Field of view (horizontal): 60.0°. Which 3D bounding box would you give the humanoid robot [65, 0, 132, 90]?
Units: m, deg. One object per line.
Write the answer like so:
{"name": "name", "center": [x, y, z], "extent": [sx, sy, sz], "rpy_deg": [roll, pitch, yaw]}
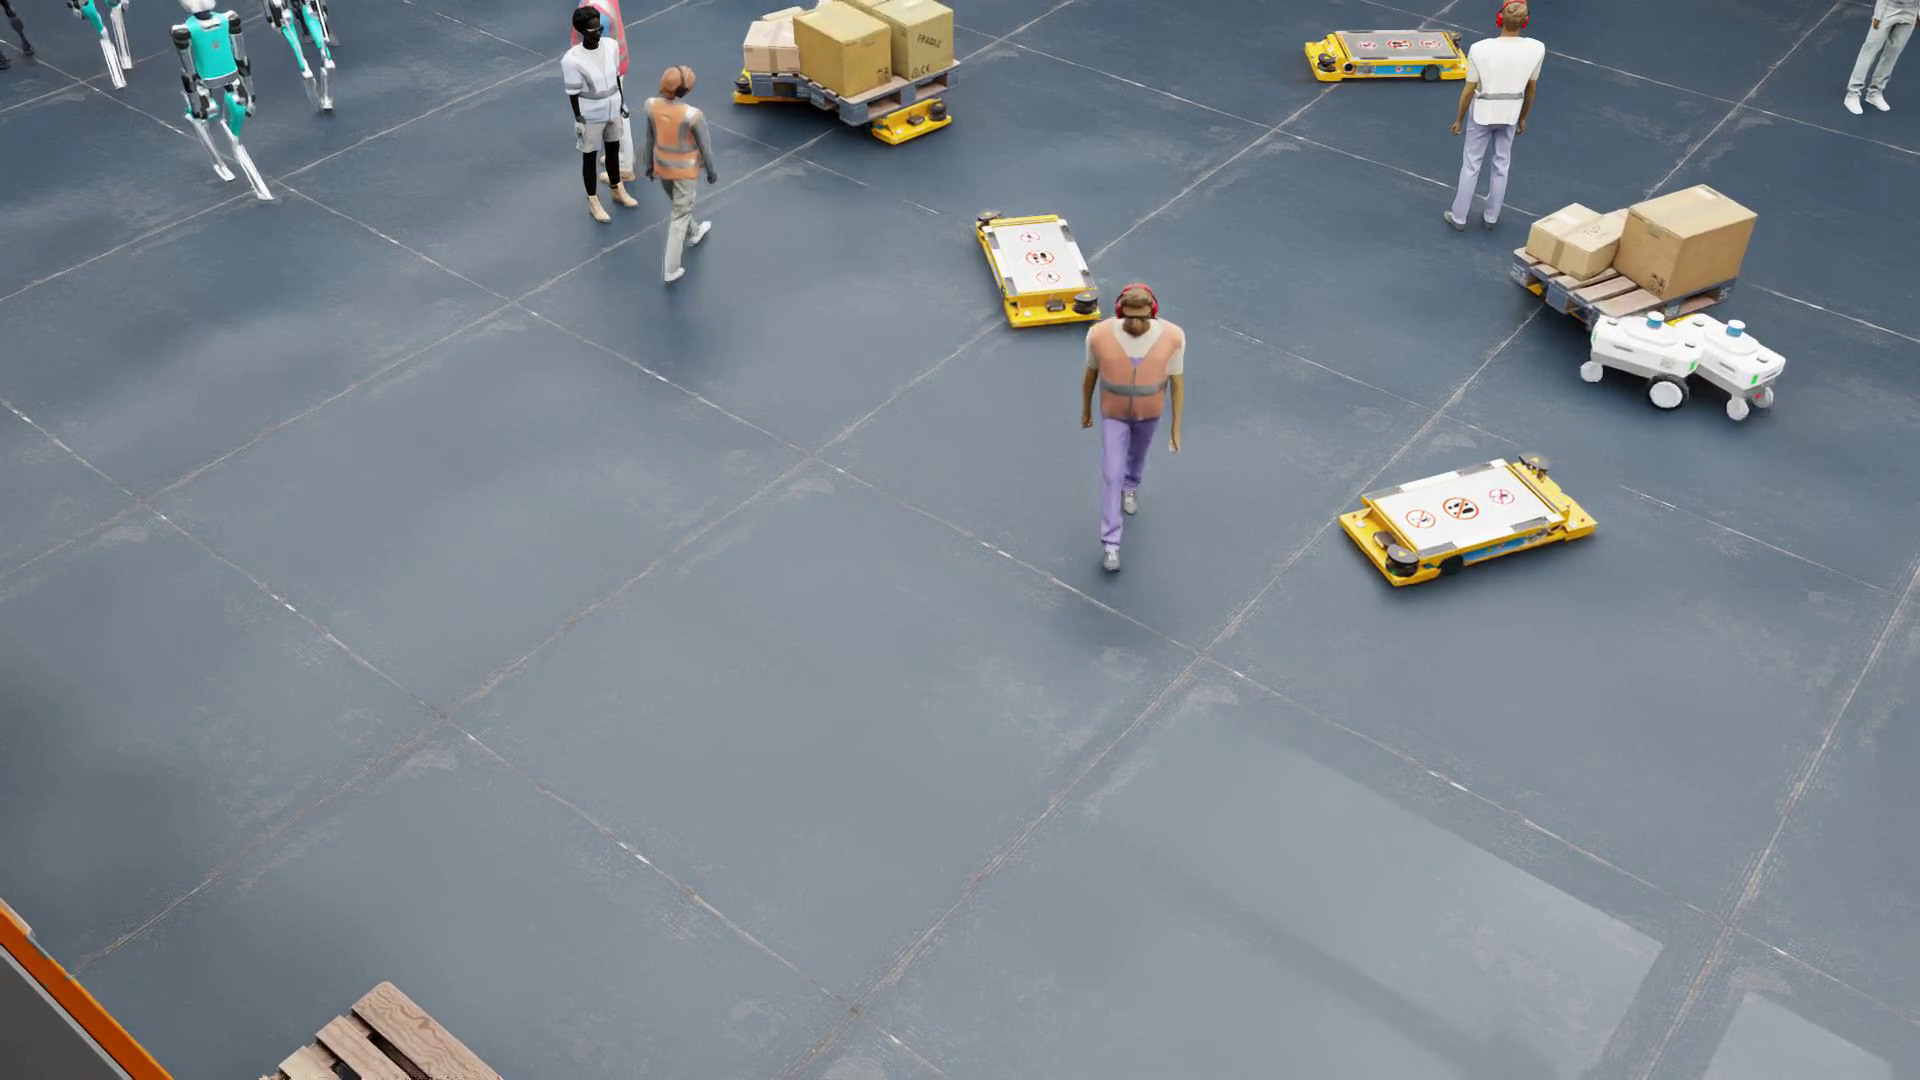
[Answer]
{"name": "humanoid robot", "center": [-7.615, -4.845, 14.641], "extent": [0.538, 1.737, 1.005], "rpy_deg": [-17, 43, -18]}

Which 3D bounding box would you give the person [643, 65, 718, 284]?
{"name": "person", "center": [-2.063, -2.736, 12.276], "extent": [0.536, 1.584, 0.856], "rpy_deg": [19, 44, 21]}

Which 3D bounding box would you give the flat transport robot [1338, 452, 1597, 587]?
{"name": "flat transport robot", "center": [3.126, -0.134, 10.236], "extent": [1.431, 0.231, 0.659], "rpy_deg": [-14, 42, -16]}

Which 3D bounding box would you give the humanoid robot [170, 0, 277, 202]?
{"name": "humanoid robot", "center": [-5.891, -3.511, 13.113], "extent": [1.043, 1.760, 0.549], "rpy_deg": [32, 50, 32]}

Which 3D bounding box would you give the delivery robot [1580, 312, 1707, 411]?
{"name": "delivery robot", "center": [4.698, -1.263, 11.358], "extent": [0.815, 0.614, 0.499], "rpy_deg": [22, 45, 24]}

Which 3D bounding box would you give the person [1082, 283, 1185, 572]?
{"name": "person", "center": [1.003, -0.728, 9.761], "extent": [0.569, 1.796, 0.944], "rpy_deg": [-1, 40, -1]}

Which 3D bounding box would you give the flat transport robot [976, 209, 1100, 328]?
{"name": "flat transport robot", "center": [0.572, -2.072, 12.515], "extent": [0.659, 0.231, 1.431], "rpy_deg": [-7, 41, -8]}

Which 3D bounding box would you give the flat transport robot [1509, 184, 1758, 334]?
{"name": "flat transport robot", "center": [4.774, -1.728, 12.111], "extent": [0.659, 0.231, 1.431], "rpy_deg": [-18, 44, -20]}

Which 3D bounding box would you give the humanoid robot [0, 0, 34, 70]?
{"name": "humanoid robot", "center": [-8.867, -5.101, 14.994], "extent": [0.588, 1.652, 0.428], "rpy_deg": [-16, 43, -18]}

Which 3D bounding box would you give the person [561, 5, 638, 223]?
{"name": "person", "center": [-2.788, -3.308, 12.864], "extent": [0.322, 1.698, 0.534], "rpy_deg": [29, 48, 30]}

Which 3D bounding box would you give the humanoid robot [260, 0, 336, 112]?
{"name": "humanoid robot", "center": [-5.617, -4.397, 14.169], "extent": [0.540, 1.856, 0.748], "rpy_deg": [-19, 44, -21]}

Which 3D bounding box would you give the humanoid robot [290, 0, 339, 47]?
{"name": "humanoid robot", "center": [-6.120, -5.352, 15.289], "extent": [0.603, 1.644, 0.518], "rpy_deg": [-17, 43, -19]}

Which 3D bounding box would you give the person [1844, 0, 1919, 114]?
{"name": "person", "center": [8.065, -4.512, 14.257], "extent": [0.482, 1.731, 0.315], "rpy_deg": [-5, 41, -6]}

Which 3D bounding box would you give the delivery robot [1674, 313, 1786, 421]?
{"name": "delivery robot", "center": [5.184, -1.217, 11.282], "extent": [0.499, 0.586, 0.765], "rpy_deg": [-23, 45, -24]}

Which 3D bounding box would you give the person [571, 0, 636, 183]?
{"name": "person", "center": [-2.861, -3.768, 13.307], "extent": [0.431, 1.837, 0.630], "rpy_deg": [-5, 41, -5]}

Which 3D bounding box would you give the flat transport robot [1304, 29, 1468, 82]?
{"name": "flat transport robot", "center": [3.954, -4.460, 15.325], "extent": [1.431, 0.231, 0.659], "rpy_deg": [-1, 40, -1]}

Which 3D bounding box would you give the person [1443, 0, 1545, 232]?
{"name": "person", "center": [4.039, -3.194, 12.617], "extent": [0.563, 1.847, 0.393], "rpy_deg": [0, 40, 0]}

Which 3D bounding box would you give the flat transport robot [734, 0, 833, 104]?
{"name": "flat transport robot", "center": [-1.269, -4.128, 14.934], "extent": [1.431, 0.231, 0.659], "rpy_deg": [3, 40, 3]}

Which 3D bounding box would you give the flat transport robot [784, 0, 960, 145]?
{"name": "flat transport robot", "center": [-0.781, -3.893, 14.658], "extent": [0.659, 0.231, 1.431], "rpy_deg": [-29, 48, -30]}
